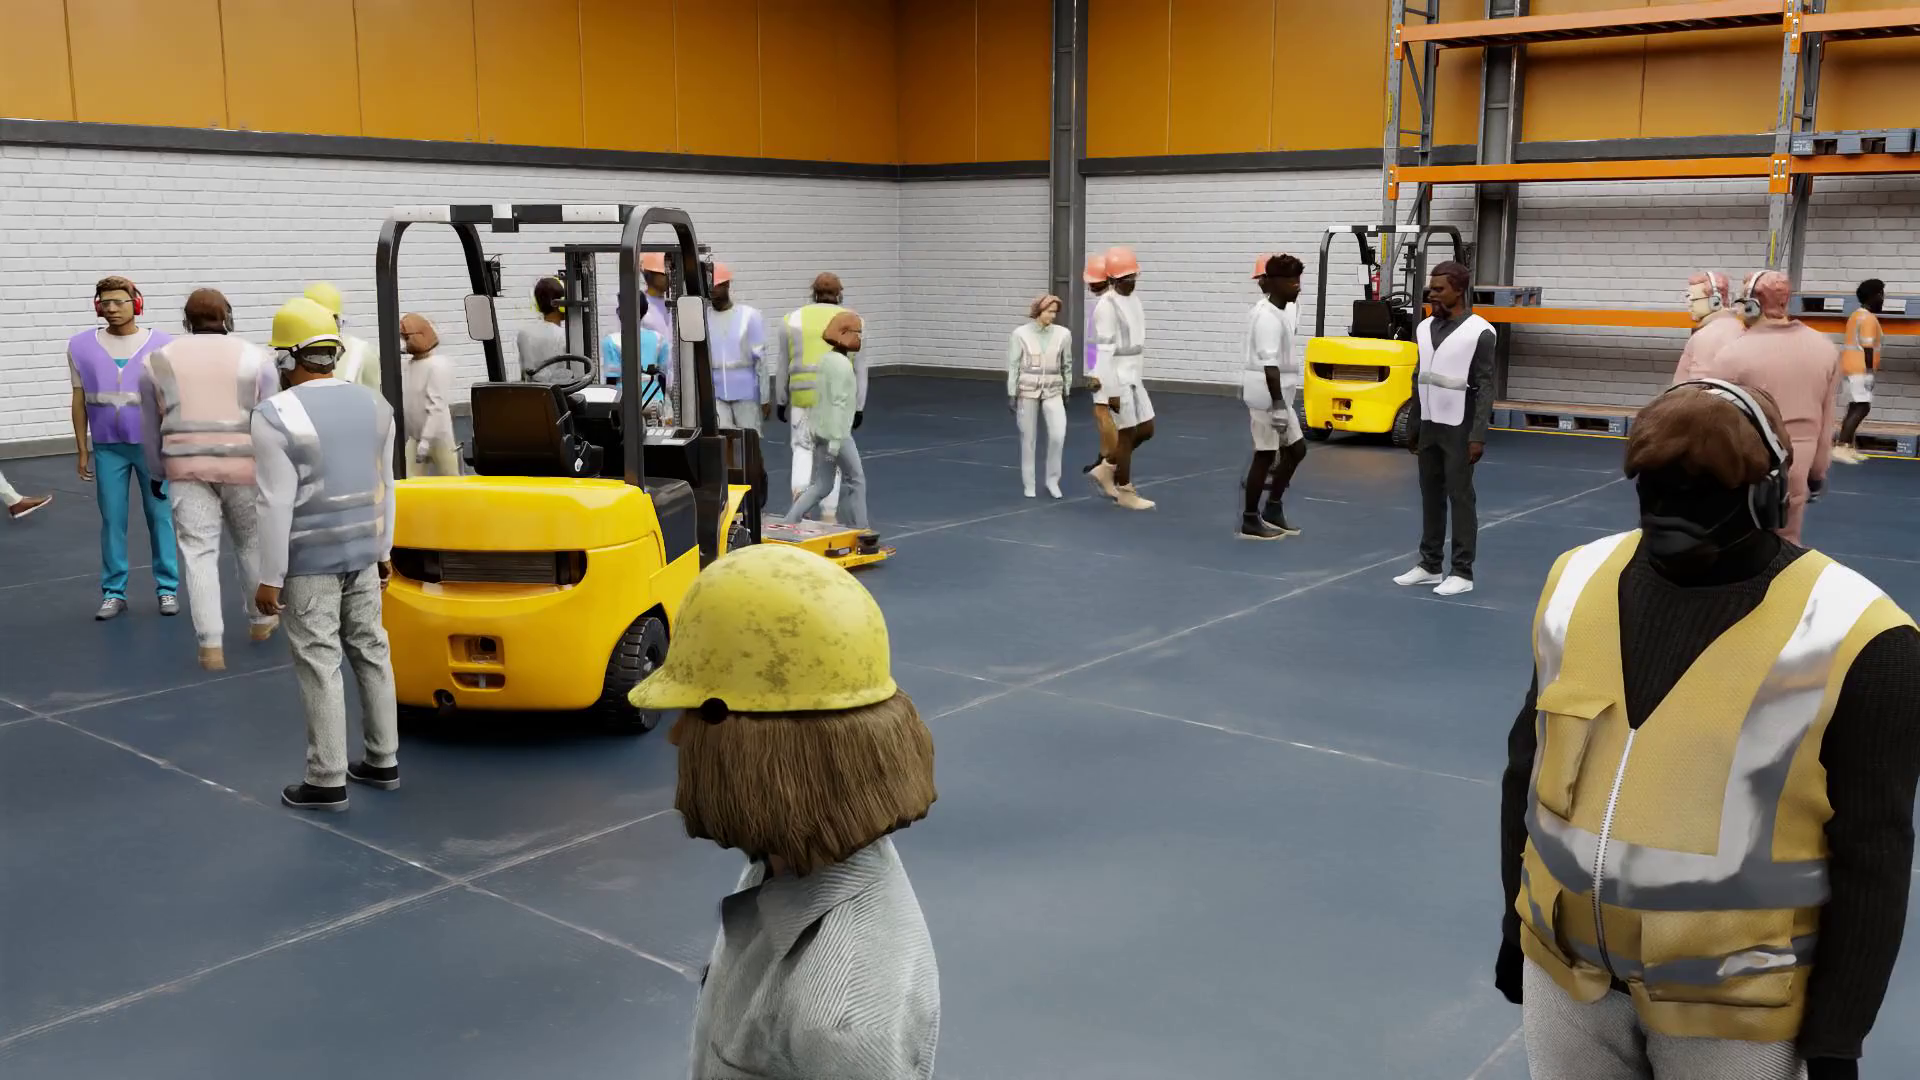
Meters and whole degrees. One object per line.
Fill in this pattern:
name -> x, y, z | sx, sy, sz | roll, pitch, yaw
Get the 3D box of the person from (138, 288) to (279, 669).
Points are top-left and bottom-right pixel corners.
person -> -3.649, -0.324, 8.163 | 0.651, 1.792, 0.916 | -3, 11, -18

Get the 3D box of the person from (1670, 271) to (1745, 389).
person -> 4.411, -0.625, 9.666 | 0.846, 1.870, 0.646 | 7, 12, 33

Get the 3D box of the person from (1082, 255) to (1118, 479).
person -> 1.245, -1.467, 14.234 | 0.395, 1.899, 0.640 | 1, 10, 6

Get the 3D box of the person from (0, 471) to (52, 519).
person -> -7.121, -0.998, 11.851 | 0.987, 1.814, 0.556 | -6, 12, -28

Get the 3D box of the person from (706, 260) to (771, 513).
person -> -1.623, -1.048, 11.915 | 0.592, 1.898, 0.745 | 1, 10, 7

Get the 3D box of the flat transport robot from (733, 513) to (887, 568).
flat transport robot -> -1.212, 0.002, 10.592 | 1.431, 0.197, 0.652 | 8, 13, 39

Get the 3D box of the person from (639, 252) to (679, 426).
person -> -2.355, -1.248, 12.778 | 1.061, 1.996, 0.615 | 6, 12, 30

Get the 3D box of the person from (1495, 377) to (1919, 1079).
person -> 1.088, 0.669, 2.566 | 0.429, 1.838, 0.621 | -8, 13, -38

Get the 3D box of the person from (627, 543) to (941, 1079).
person -> -0.160, 0.863, 1.743 | 0.321, 1.743, 0.488 | -2, 10, -11

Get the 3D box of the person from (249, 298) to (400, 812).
person -> -2.287, 0.054, 5.976 | 0.403, 1.830, 0.598 | 5, 12, 27

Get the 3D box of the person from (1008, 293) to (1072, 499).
person -> 0.628, -1.118, 13.056 | 0.538, 1.617, 0.526 | -1, 10, -8

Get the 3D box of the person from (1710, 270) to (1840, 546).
person -> 3.798, -0.324, 7.895 | 0.703, 1.894, 0.548 | -2, 10, -12

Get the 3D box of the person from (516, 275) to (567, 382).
person -> -2.508, -0.682, 10.087 | 0.526, 1.832, 0.937 | 5, 11, 25

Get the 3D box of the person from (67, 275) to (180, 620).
person -> -4.474, -0.499, 9.003 | 0.564, 1.847, 0.395 | -3, 11, -16

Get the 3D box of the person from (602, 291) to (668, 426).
person -> -2.306, -0.926, 11.781 | 0.561, 1.697, 0.316 | -10, 14, -44

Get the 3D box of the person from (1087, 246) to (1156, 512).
person -> 1.184, -1.180, 12.367 | 0.490, 1.990, 0.672 | 5, 12, 28

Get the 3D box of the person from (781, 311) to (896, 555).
person -> -0.838, -0.660, 10.605 | 0.753, 1.597, 0.507 | -4, 11, -19

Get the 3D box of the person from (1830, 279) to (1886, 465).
person -> 8.200, -1.532, 15.216 | 0.470, 1.685, 0.583 | 2, 10, 12

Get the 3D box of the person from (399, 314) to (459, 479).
person -> -3.303, -0.599, 10.275 | 0.502, 1.587, 0.842 | 8, 13, 37

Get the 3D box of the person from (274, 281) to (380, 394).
person -> -3.509, -0.531, 9.269 | 0.586, 1.814, 0.457 | -1, 10, -8

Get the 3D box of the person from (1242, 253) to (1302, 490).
person -> 2.532, -1.369, 13.594 | 0.367, 1.930, 0.542 | 9, 13, 40

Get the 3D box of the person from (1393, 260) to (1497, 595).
person -> 2.834, -0.647, 9.628 | 0.371, 1.916, 0.597 | -5, 11, -26

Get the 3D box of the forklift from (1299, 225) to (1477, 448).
forklift -> 4.449, -2.115, 16.993 | 1.214, 2.155, 2.313 | 8, 13, 38

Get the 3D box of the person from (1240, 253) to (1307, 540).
person -> 2.163, -0.947, 11.216 | 0.569, 1.942, 0.635 | 3, 11, 14

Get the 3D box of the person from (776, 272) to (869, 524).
person -> -0.962, -0.952, 11.616 | 0.663, 1.817, 0.660 | 0, 10, 0

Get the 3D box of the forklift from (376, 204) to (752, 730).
forklift -> -1.766, -0.406, 7.525 | 1.214, 2.155, 2.313 | 1, 10, 7
